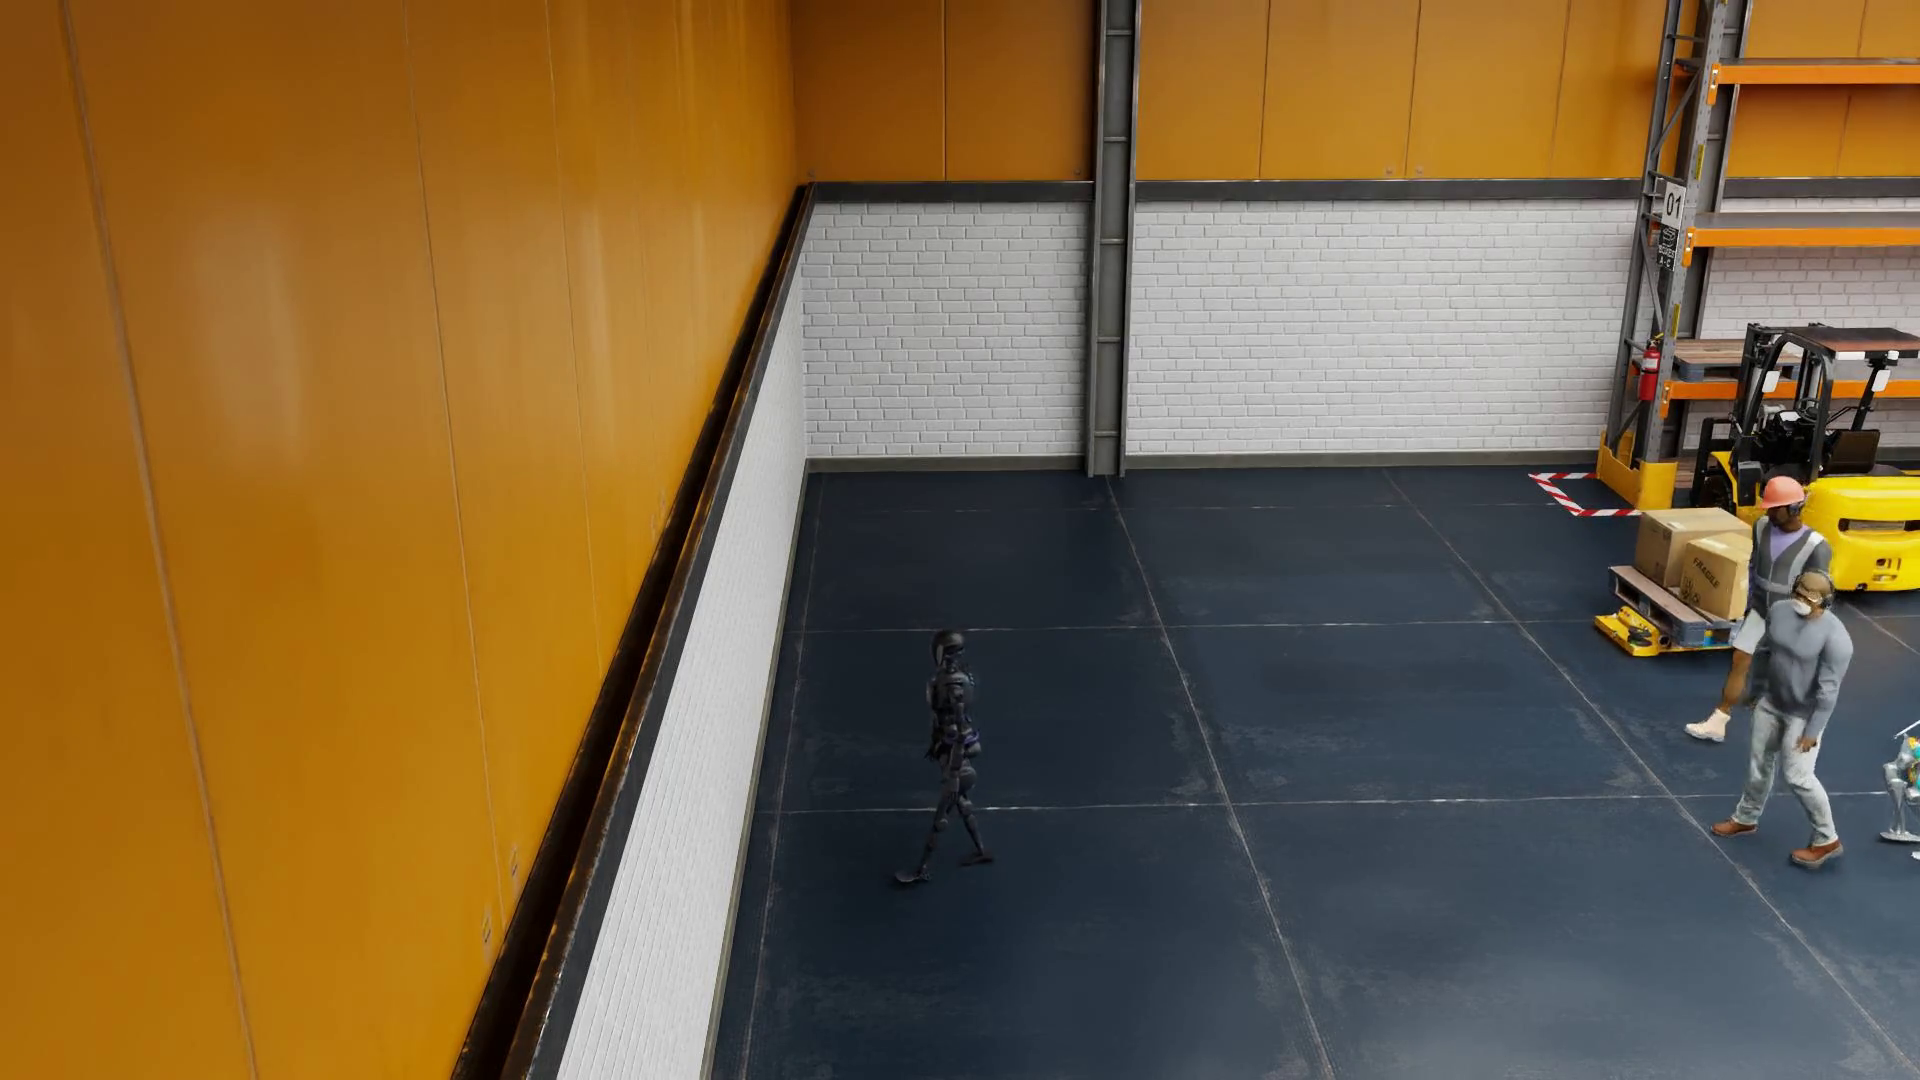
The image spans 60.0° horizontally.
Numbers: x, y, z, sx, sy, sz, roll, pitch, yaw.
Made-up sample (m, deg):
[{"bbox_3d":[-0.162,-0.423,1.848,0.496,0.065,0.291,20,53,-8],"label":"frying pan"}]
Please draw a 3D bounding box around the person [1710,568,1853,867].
[{"bbox_3d":[5.164,1.050,10.310,0.572,1.935,0.697,-5,21,-14],"label":"person"}]

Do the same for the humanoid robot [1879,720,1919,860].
[{"bbox_3d":[6.081,1.150,10.294,0.852,1.738,0.562,4,21,12],"label":"humanoid robot"}]

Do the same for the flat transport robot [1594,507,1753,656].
[{"bbox_3d":[6.037,0.708,13.633,1.431,0.231,0.659,-3,20,-7],"label":"flat transport robot"}]

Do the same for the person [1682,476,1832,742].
[{"bbox_3d":[5.671,0.544,11.592,0.867,1.988,0.687,-11,23,-28],"label":"person"}]

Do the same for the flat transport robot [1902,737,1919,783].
[{"bbox_3d":[7.231,1.579,11.273,1.431,0.231,0.659,9,22,22],"label":"flat transport robot"}]

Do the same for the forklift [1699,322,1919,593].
[{"bbox_3d":[7.809,-0.792,14.926,1.214,2.155,2.313,-1,20,-2],"label":"forklift"}]

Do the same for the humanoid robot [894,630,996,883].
[{"bbox_3d":[-0.097,1.289,10.073,0.707,1.629,0.591,-6,21,-15],"label":"humanoid robot"}]
